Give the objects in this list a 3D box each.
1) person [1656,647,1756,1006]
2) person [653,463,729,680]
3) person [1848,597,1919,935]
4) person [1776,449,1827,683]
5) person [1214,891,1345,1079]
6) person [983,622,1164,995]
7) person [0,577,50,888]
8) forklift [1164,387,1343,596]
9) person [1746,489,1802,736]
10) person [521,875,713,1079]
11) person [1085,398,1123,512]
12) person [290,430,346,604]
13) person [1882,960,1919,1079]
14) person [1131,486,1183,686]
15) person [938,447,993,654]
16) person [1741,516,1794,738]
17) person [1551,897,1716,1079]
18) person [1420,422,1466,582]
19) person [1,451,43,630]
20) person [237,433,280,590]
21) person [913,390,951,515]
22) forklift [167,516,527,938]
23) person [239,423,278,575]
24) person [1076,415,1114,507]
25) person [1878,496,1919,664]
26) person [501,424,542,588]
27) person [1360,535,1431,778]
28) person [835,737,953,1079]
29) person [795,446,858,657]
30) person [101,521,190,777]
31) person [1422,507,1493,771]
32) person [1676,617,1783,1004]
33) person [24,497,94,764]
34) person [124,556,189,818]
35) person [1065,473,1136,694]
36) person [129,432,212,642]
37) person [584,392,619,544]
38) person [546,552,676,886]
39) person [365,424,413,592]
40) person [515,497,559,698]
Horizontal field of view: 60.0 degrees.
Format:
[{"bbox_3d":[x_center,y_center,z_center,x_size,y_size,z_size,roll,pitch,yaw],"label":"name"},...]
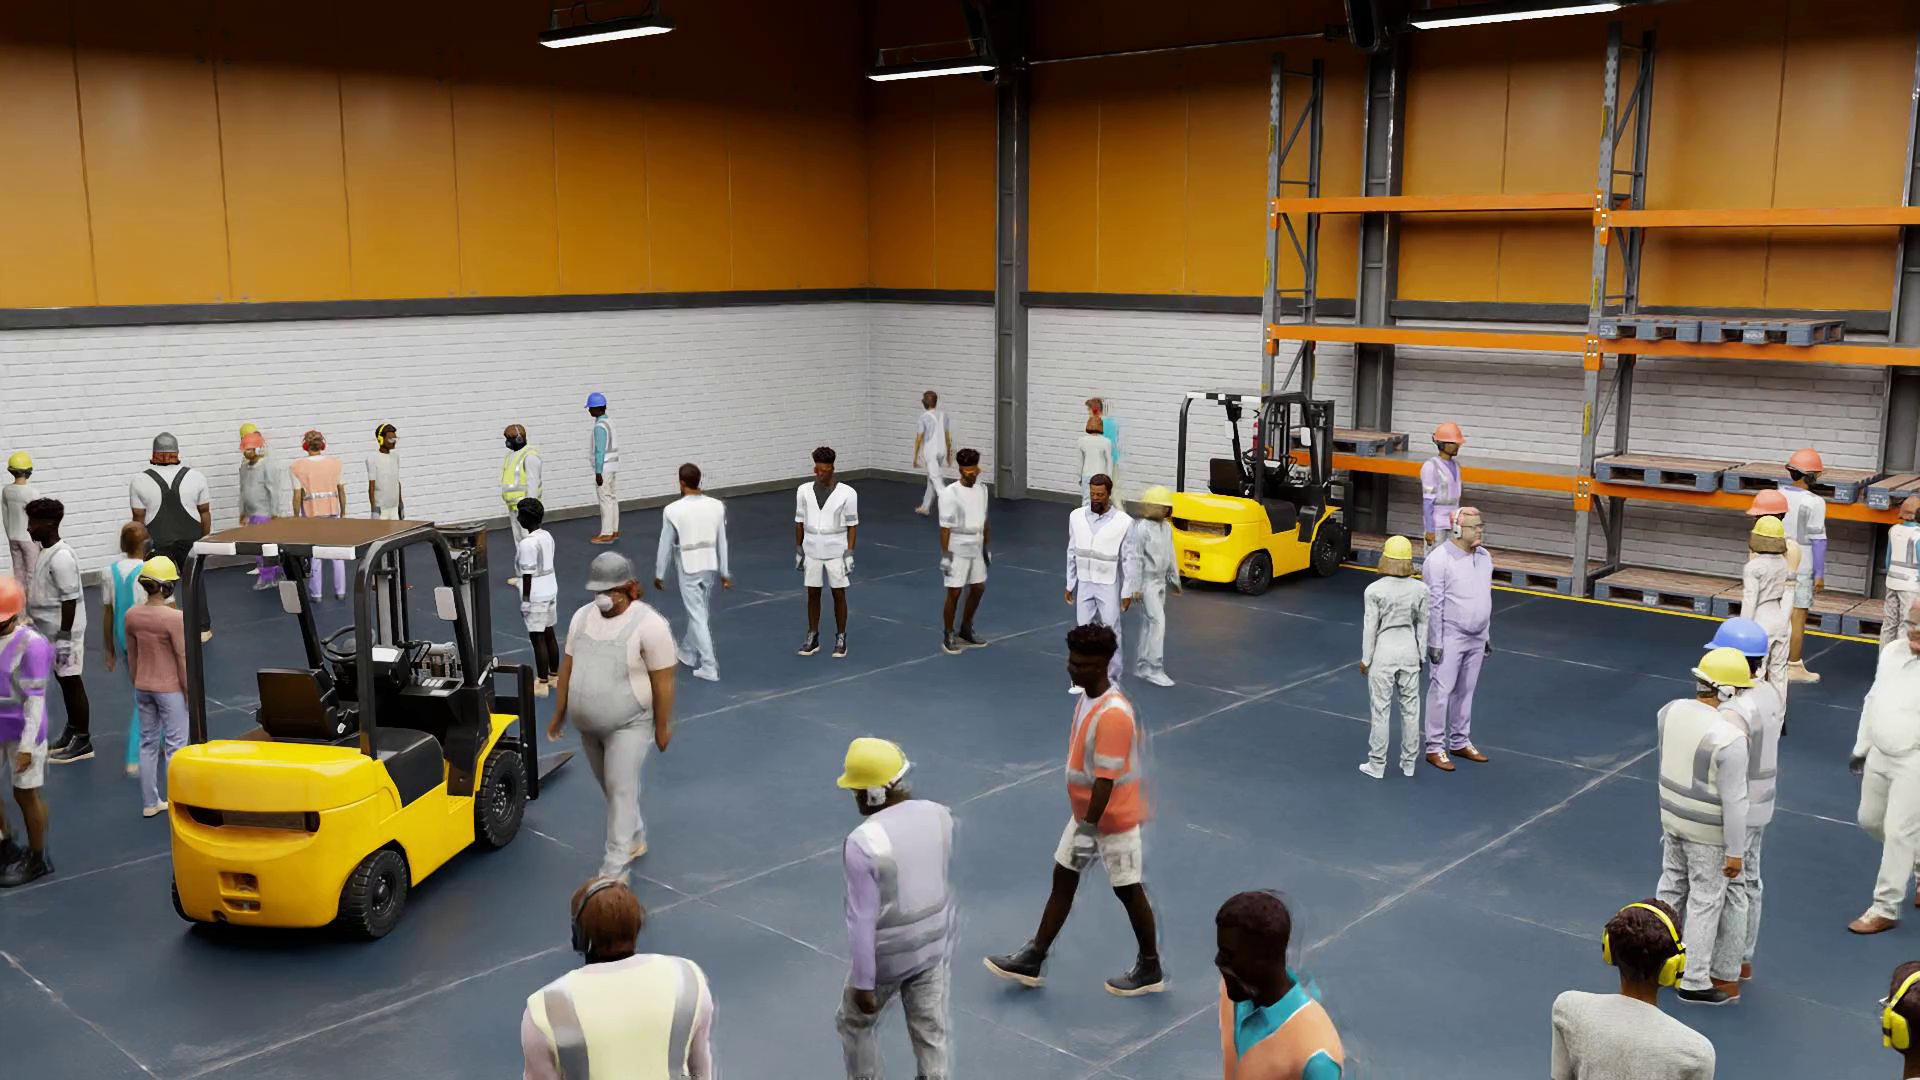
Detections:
[{"bbox_3d":[3.709,1.420,8.297,0.403,1.820,0.602,-2,10,-13],"label":"person"},{"bbox_3d":[-2.422,0.258,14.713,0.601,1.879,0.923,-9,13,-42],"label":"person"},{"bbox_3d":[5.261,1.222,9.202,0.744,1.880,0.663,-2,10,-12],"label":"person"},{"bbox_3d":[7.277,0.222,14.473,0.370,2.044,0.608,-4,11,-19],"label":"person"},{"bbox_3d":[1.055,1.957,5.108,0.907,1.876,0.641,-3,10,-16],"label":"person"},{"bbox_3d":[0.593,1.362,8.303,0.969,1.918,0.625,-2,10,-12],"label":"person"},{"bbox_3d":[-5.558,1.131,9.732,0.588,1.890,0.458,3,10,16],"label":"person"},{"bbox_3d":[3.298,-0.608,18.767,1.214,2.155,2.313,9,13,42],"label":"forklift"},{"bbox_3d":[6.234,0.561,12.888,0.391,1.929,0.540,-1,10,-7],"label":"person"},{"bbox_3d":[-1.106,1.947,5.375,0.644,1.791,0.986,-5,11,-28],"label":"person"},{"bbox_3d":[1.884,-1.001,22.195,0.591,1.781,0.959,-9,13,-41],"label":"person"},{"bbox_3d":[-6.803,-0.243,17.679,0.563,1.848,0.389,-8,13,-38],"label":"person"},{"bbox_3d":[2.568,2.057,4.552,0.506,1.864,0.331,-1,10,-7],"label":"person"},{"bbox_3d":[1.765,0.395,14.372,0.615,1.722,0.499,8,13,39],"label":"person"},{"bbox_3d":[0.049,0.095,15.478,0.445,1.940,0.647,10,14,44],"label":"person"},{"bbox_3d":[6.141,0.677,12.735,0.483,1.745,0.302,-4,11,-21],"label":"person"},{"bbox_3d":[2.011,1.975,5.000,0.513,1.868,0.328,9,14,43],"label":"person"},{"bbox_3d":[4.845,-0.163,16.666,0.372,2.044,0.607,9,14,42],"label":"person"},{"bbox_3d":[-9.234,0.007,16.478,0.533,1.772,0.296,5,11,24],"label":"person"},{"bbox_3d":[-7.802,-0.310,18.351,0.590,1.735,0.522,7,12,35],"label":"person"},{"bbox_3d":[-0.345,-1.183,23.197,0.524,1.803,0.965,-8,13,-38],"label":"person"},{"bbox_3d":[-3.583,0.976,9.748,1.214,2.155,2.313,2,10,11],"label":"forklift"},{"bbox_3d":[-8.141,-0.475,19.246,0.329,1.764,0.524,0,10,3],"label":"person"},{"bbox_3d":[1.739,-0.791,21.412,0.498,1.633,0.289,4,11,23],"label":"person"},{"bbox_3d":[8.210,0.433,14.424,0.308,1.639,0.510,-1,10,-6],"label":"person"},{"bbox_3d":[-4.883,-0.381,18.533,0.429,1.830,0.633,-8,13,-39],"label":"person"},{"bbox_3d":[3.089,0.830,11.866,0.492,1.744,0.295,-2,10,-9],"label":"person"},{"bbox_3d":[-0.306,1.671,6.905,0.621,1.795,0.675,-9,13,-42],"label":"person"},{"bbox_3d":[-1.244,0.105,15.358,0.605,1.966,0.367,2,10,14],"label":"person"},{"bbox_3d":[-5.890,0.757,12.098,0.526,1.806,0.839,2,10,12],"label":"person"},{"bbox_3d":[3.645,0.708,12.098,0.642,1.908,0.409,-7,12,-34],"label":"person"},{"bbox_3d":[3.870,1.348,8.348,0.400,1.948,0.614,8,13,40],"label":"person"},{"bbox_3d":[-6.632,0.652,12.239,0.367,1.967,0.604,-7,12,-35],"label":"person"},{"bbox_3d":[-5.242,0.980,10.976,0.524,1.761,0.341,4,11,22],"label":"person"},{"bbox_3d":[1.183,0.380,13.965,0.595,1.913,0.387,6,11,30],"label":"person"},{"bbox_3d":[-7.516,-0.021,15.864,0.688,2.000,0.535,-6,12,-30],"label":"person"},{"bbox_3d":[-4.572,-0.920,21.283,0.416,1.939,0.604,0,10,0],"label":"person"},{"bbox_3d":[-2.081,1.028,9.892,0.699,2.000,0.804,6,12,30],"label":"person"},{"bbox_3d":[-6.281,-0.346,18.247,0.328,1.860,0.515,4,11,21],"label":"person"},{"bbox_3d":[-3.565,0.480,14.012,0.318,1.691,0.535,1,10,5],"label":"person"}]
